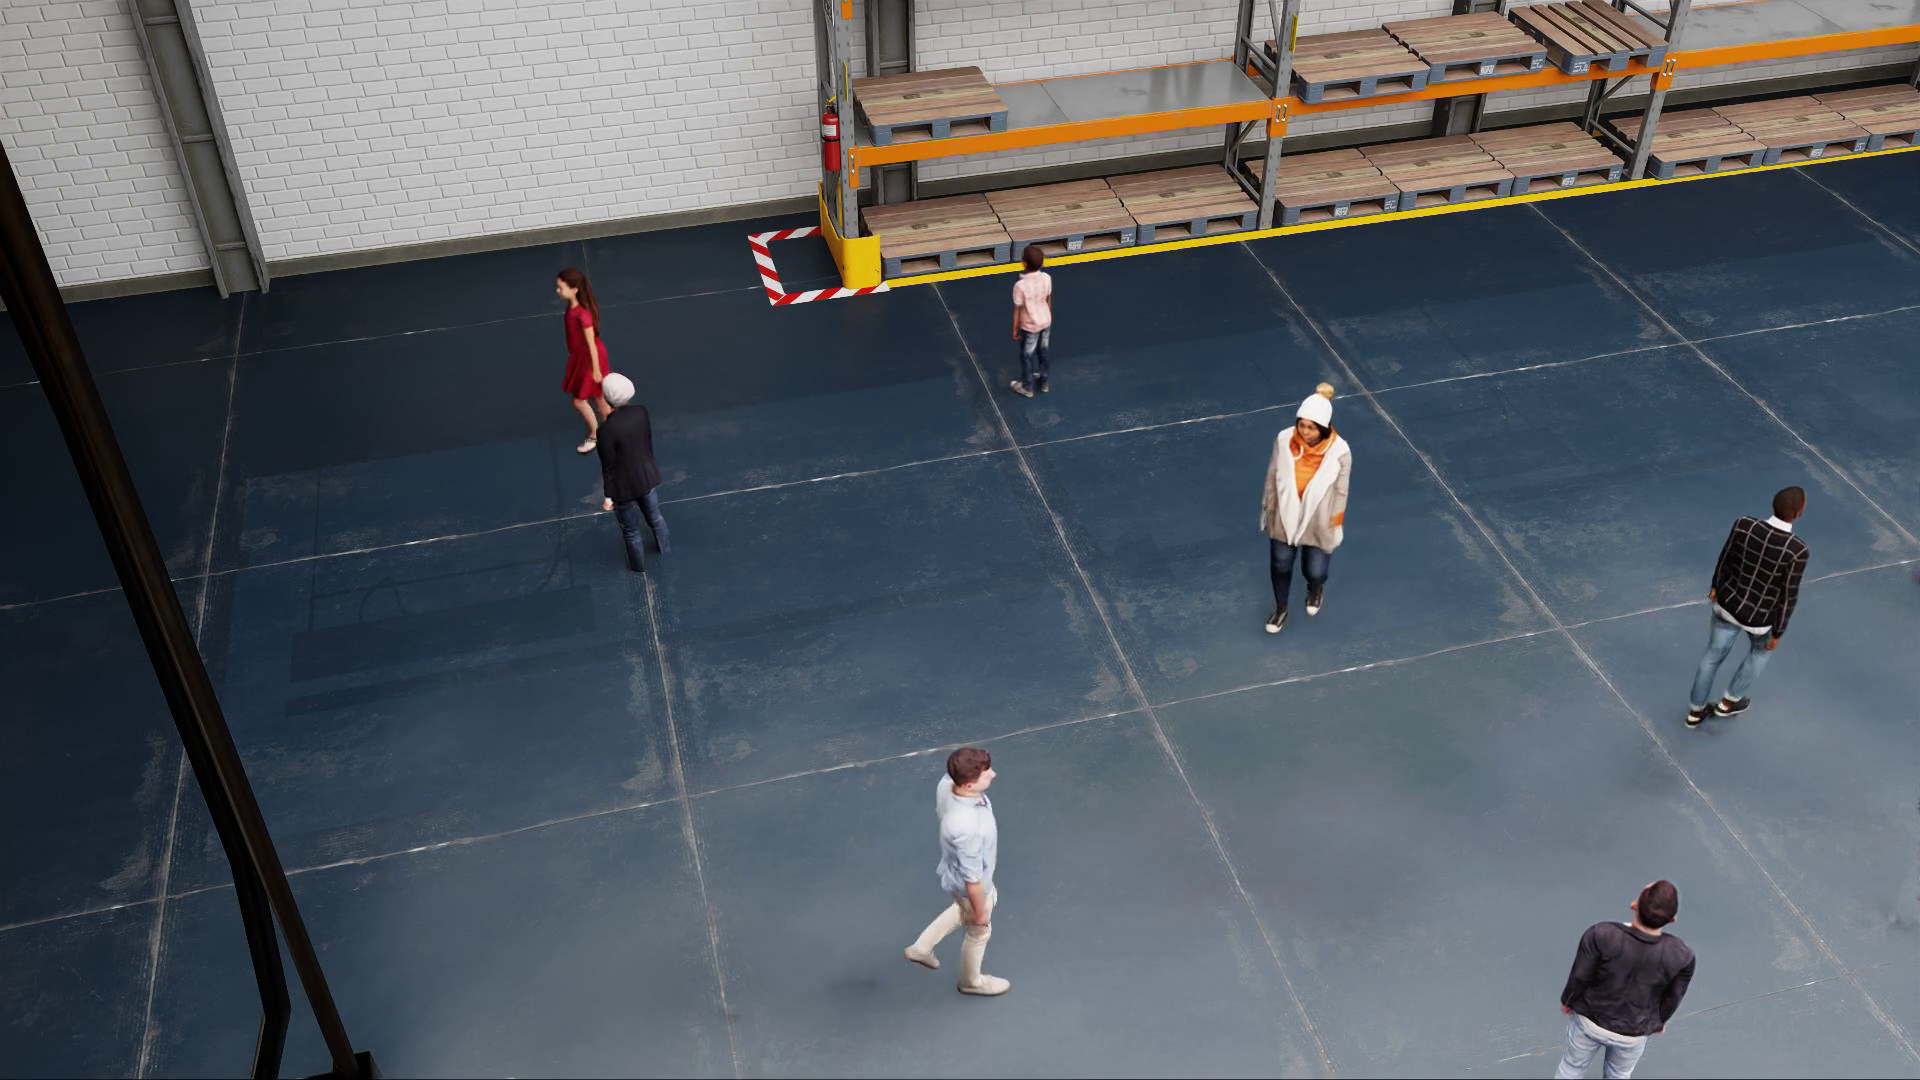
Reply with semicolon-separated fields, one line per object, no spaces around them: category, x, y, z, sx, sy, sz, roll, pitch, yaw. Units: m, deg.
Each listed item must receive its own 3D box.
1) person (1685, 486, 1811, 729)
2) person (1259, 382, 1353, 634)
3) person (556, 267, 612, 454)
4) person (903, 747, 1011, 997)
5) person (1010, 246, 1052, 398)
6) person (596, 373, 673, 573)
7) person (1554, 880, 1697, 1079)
person;4.718;0.465;10.082;0.877;1.809;0.841;-29;47;-31
person;2.288;-0.234;10.895;0.902;1.886;0.965;16;41;19
person;-2.754;-1.389;12.620;0.685;1.538;0.617;-18;42;-21
person;-0.043;1.716;8.496;0.842;1.834;0.716;-4;39;-5
person;0.602;-1.733;13.241;0.495;1.301;0.622;-21;43;-24
person;-2.272;-0.364;11.561;0.799;1.781;0.808;27;46;29
person;3.078;2.246;7.830;0.690;1.836;0.801;11;40;14
